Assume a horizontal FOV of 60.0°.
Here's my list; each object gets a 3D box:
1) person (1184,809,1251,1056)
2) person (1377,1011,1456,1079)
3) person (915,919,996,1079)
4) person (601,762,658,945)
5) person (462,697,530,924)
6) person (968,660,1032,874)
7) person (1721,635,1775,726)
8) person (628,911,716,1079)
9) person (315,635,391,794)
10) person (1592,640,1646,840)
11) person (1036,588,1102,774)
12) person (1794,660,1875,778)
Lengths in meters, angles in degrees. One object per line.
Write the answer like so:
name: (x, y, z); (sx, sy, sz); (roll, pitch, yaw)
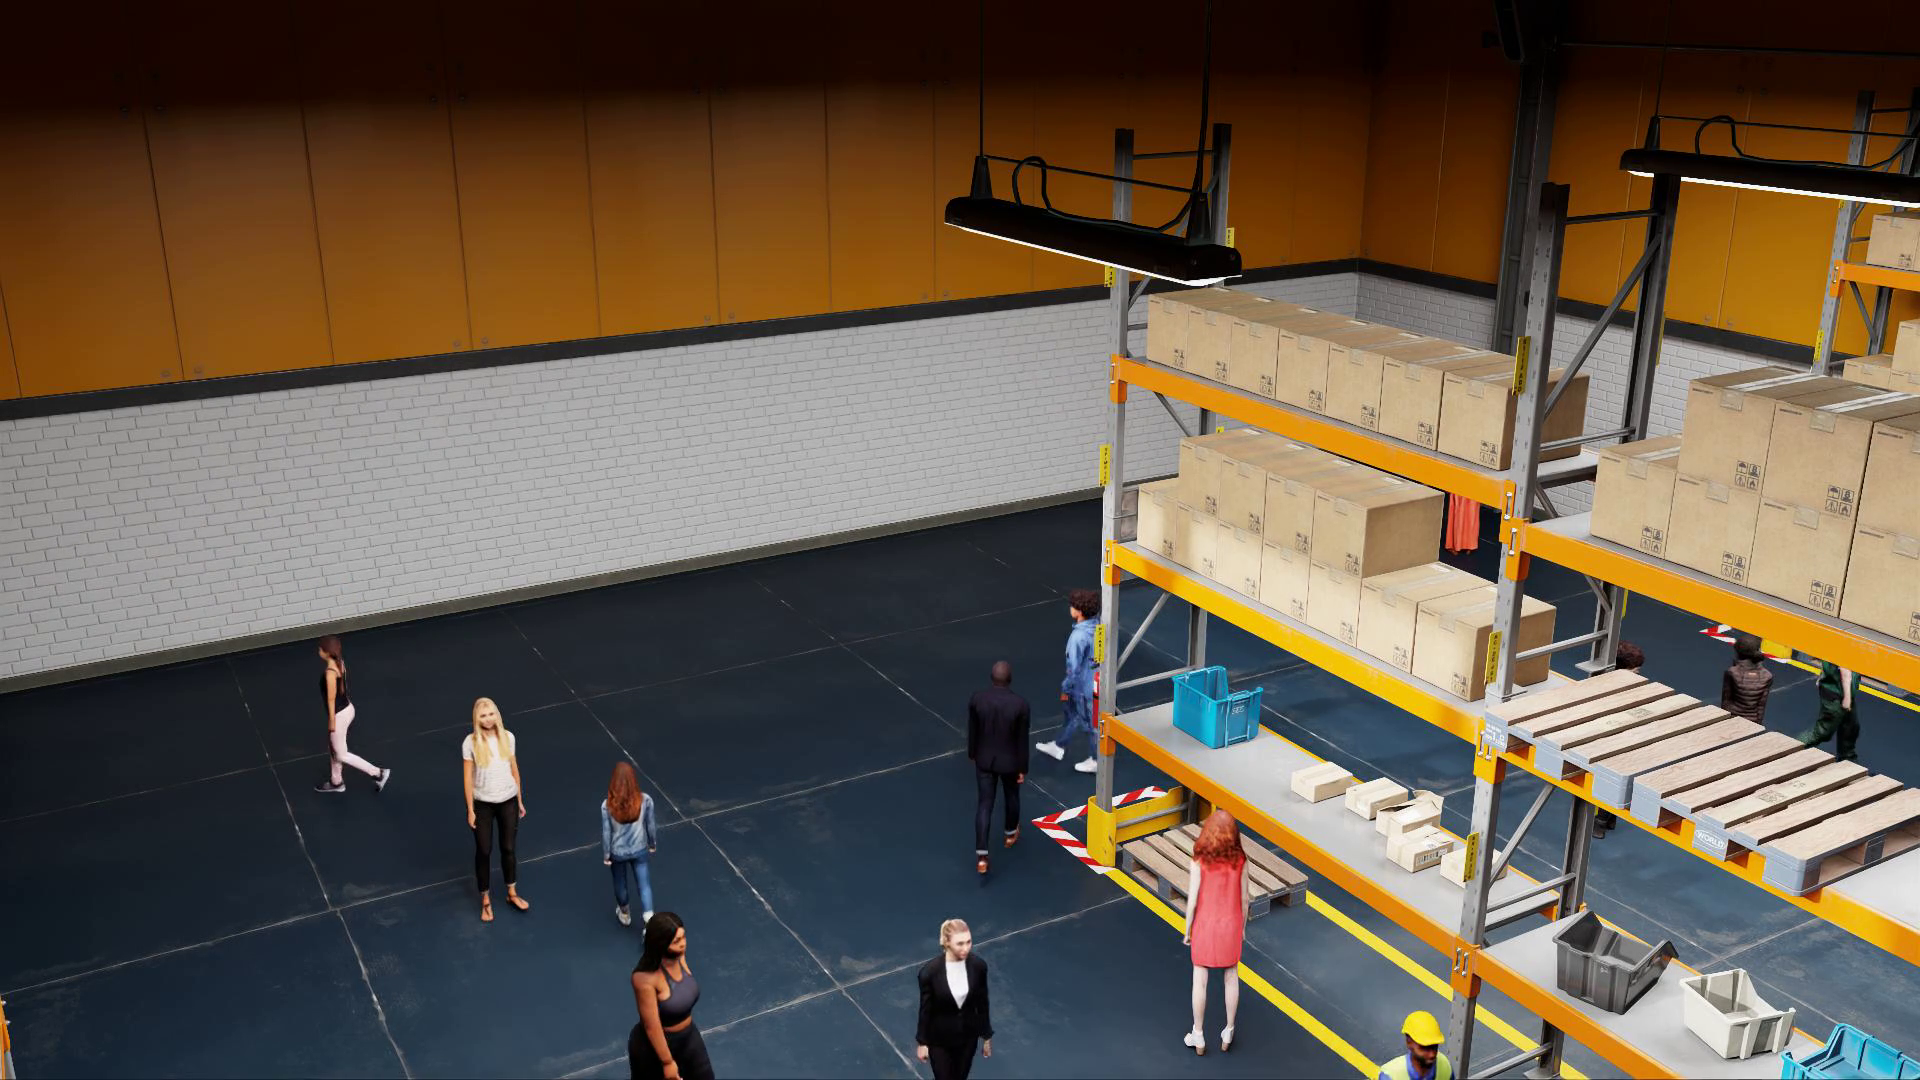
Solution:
person: (1.742, 2.656, 11.286); (0.651, 1.828, 0.623); (-3, 19, -8)
person: (2.440, 3.371, 9.216); (0.807, 1.794, 1.076); (-6, 20, -18)
person: (-0.077, 3.060, 10.299); (0.665, 1.692, 0.624); (-7, 20, -21)
person: (-2.506, 2.390, 12.664); (0.689, 1.454, 0.981); (-6, 19, -16)
person: (-3.654, 2.076, 13.014); (0.621, 1.826, 0.550); (-13, 22, -33)
person: (0.284, 1.884, 13.650); (1.167, 1.782, 1.250); (4, 19, 12)
person: (6.843, 1.634, 14.594); (0.761, 1.654, 0.702); (-8, 20, -22)
person: (-1.874, 3.081, 10.131); (1.311, 1.759, 1.098); (9, 21, 25)
person: (-5.495, 1.588, 14.902); (0.860, 1.544, 0.950); (-1, 19, -2)
person: (5.595, 1.693, 14.221); (0.677, 1.781, 0.669); (-16, 25, -40)
person: (1.219, 1.321, 15.314); (1.093, 1.787, 1.014); (6, 20, 18)
person: (7.881, 1.382, 15.106); (1.213, 1.805, 1.121); (6, 20, 17)
